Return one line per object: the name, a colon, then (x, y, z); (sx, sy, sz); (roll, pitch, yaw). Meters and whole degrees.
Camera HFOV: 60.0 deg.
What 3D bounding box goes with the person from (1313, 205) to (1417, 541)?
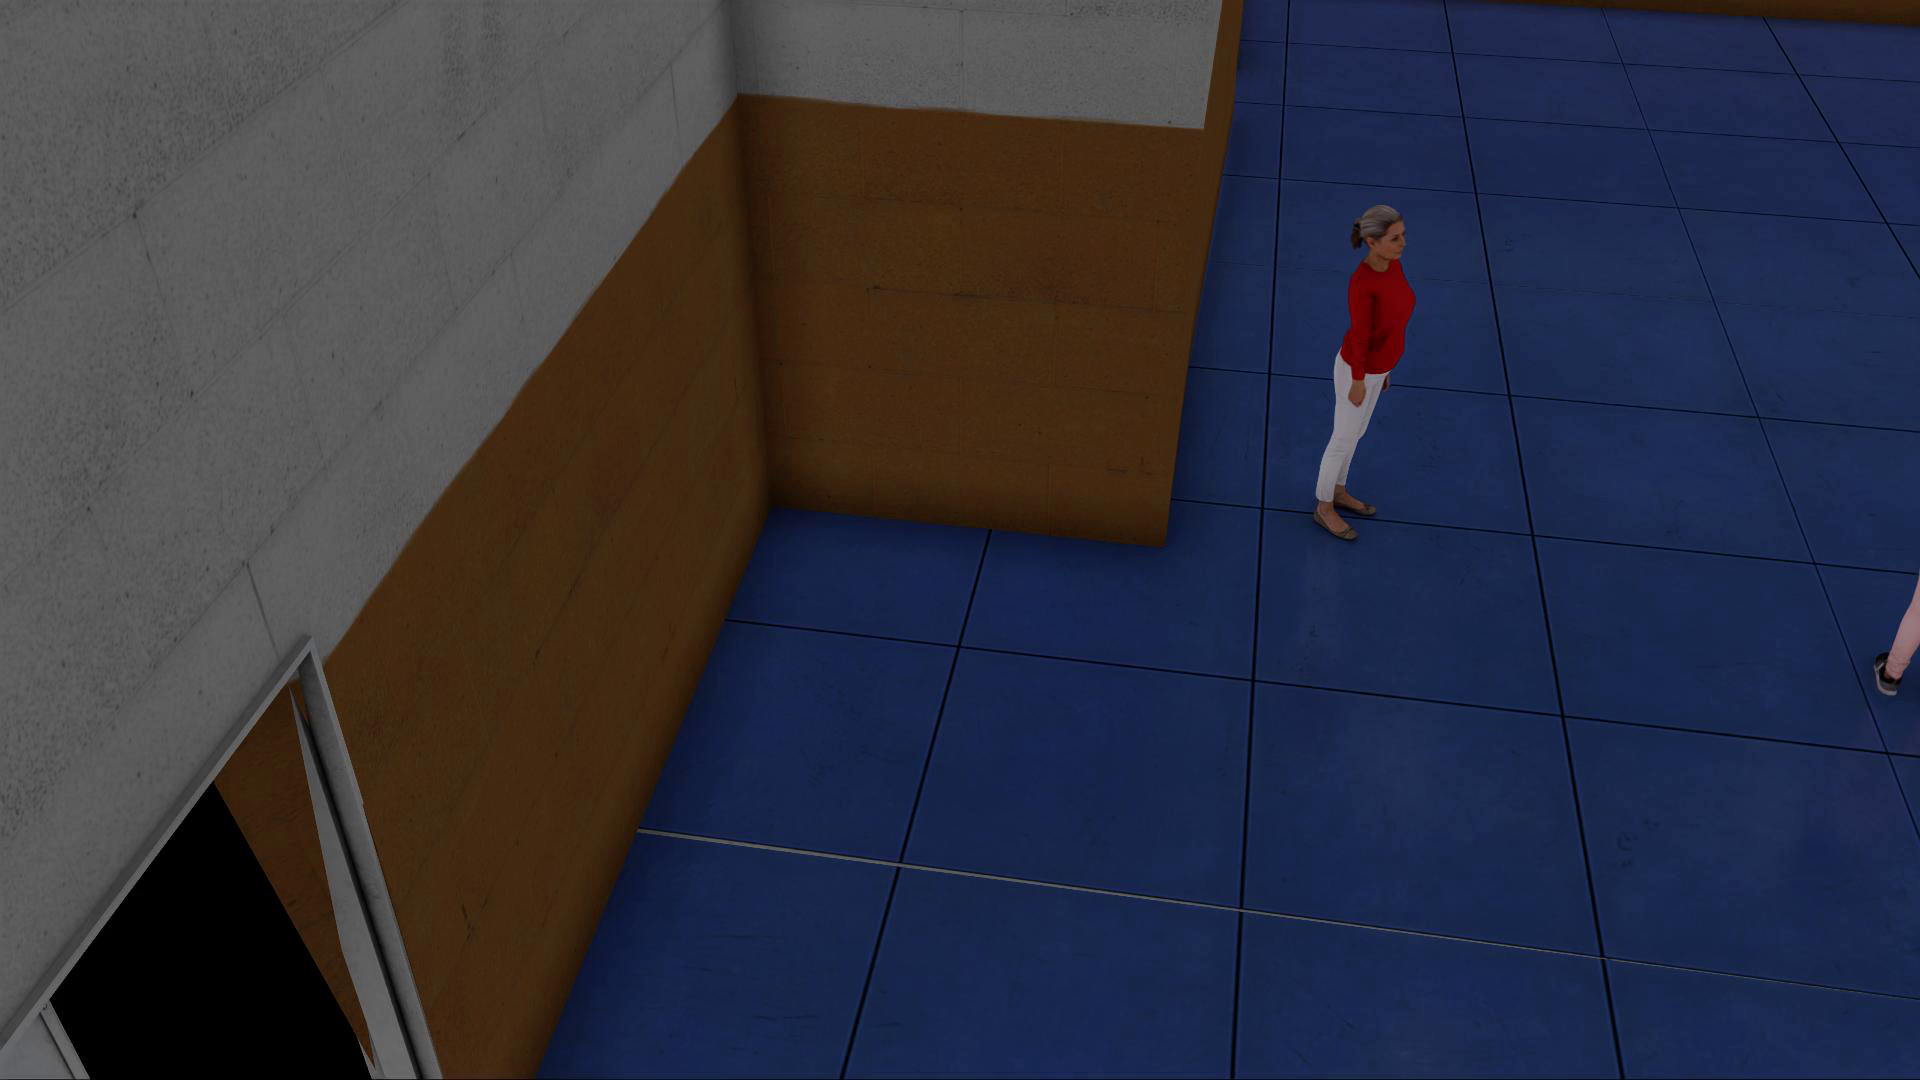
person: (1.911, -0.802, 7.908); (0.660, 1.694, 0.630); (22, 42, 27)
